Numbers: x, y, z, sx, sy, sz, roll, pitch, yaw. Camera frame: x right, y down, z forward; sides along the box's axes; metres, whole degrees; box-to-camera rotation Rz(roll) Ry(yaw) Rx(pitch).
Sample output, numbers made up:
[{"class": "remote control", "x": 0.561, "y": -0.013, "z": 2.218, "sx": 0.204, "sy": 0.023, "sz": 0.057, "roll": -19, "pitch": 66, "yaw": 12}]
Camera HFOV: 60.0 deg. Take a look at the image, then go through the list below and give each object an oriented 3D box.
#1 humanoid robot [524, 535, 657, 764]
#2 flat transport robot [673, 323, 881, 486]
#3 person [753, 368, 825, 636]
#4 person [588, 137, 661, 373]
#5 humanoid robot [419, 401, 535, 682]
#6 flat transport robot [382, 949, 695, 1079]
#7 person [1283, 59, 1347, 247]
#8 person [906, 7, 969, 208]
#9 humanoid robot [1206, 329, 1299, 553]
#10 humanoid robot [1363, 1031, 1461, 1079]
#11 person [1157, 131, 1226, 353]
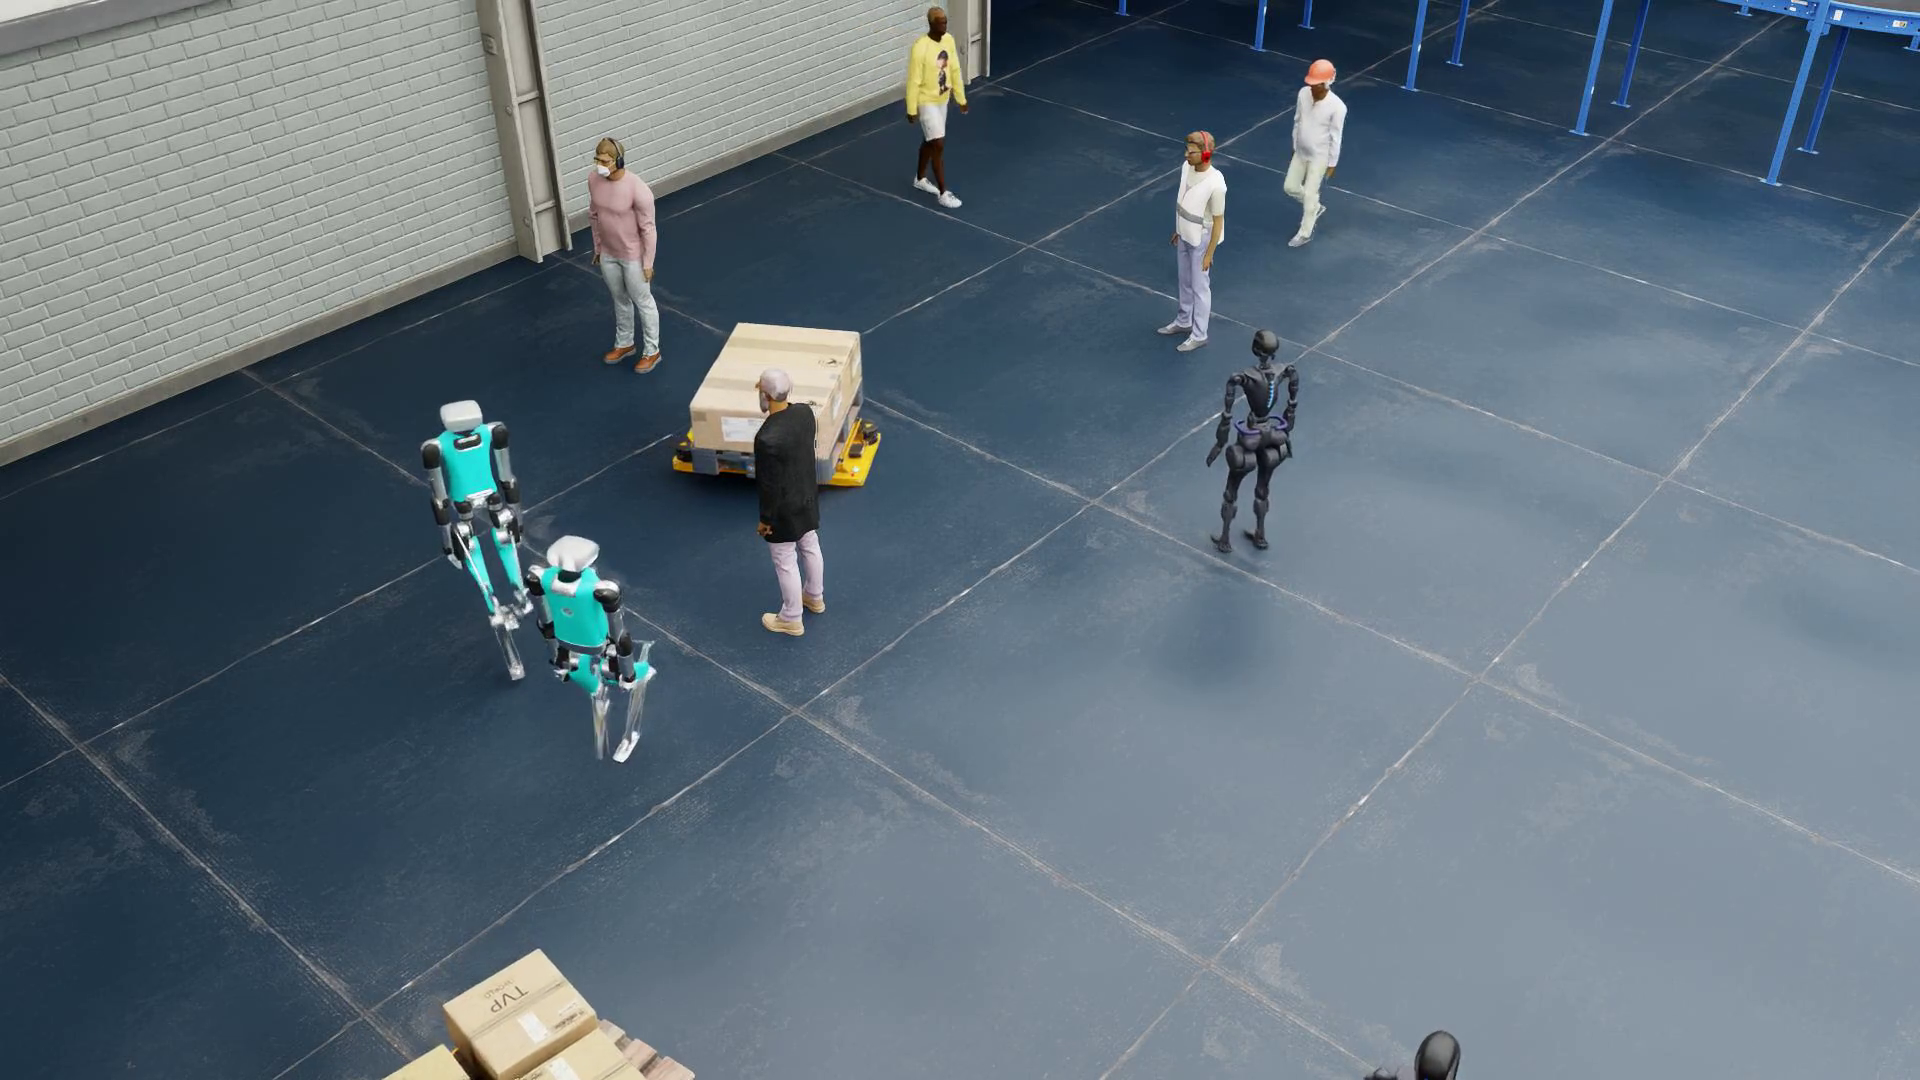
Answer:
[{"class": "humanoid robot", "x": -1.964, "y": 0.610, "z": 9.314, "sx": 0.544, "sy": 1.824, "sz": 0.799, "roll": 10, "pitch": 37, "yaw": 13}, {"class": "flat transport robot", "x": -1.354, "y": -0.703, "z": 12.374, "sx": 1.431, "sy": 0.231, "sz": 0.659, "roll": 5, "pitch": 36, "yaw": 8}, {"class": "person", "x": -1.070, "y": -0.236, "z": 10.352, "sx": 0.405, "sy": 1.853, "sz": 0.544, "roll": 18, "pitch": 39, "yaw": 24}, {"class": "person", "x": -2.646, "y": -2.243, "z": 13.100, "sx": 0.626, "sy": 1.940, "sz": 0.373, "roll": 20, "pitch": 40, "yaw": 25}, {"class": "humanoid robot", "x": -2.805, "y": 0.066, "z": 10.059, "sx": 0.537, "sy": 1.772, "sz": 0.921, "roll": -21, "pitch": 41, "yaw": -27}, {"class": "flat transport robot", "x": -1.962, "y": 2.783, "z": 7.480, "sx": 1.431, "sy": 0.231, "sz": 0.659, "roll": 21, "pitch": 41, "yaw": 27}, {"class": "person", "x": 3.204, "y": -3.509, "z": 15.041, "sx": 0.424, "sy": 1.734, "sz": 0.574, "roll": -21, "pitch": 41, "yaw": -27}, {"class": "person", "x": -0.167, "y": -4.118, "z": 15.790, "sx": 0.871, "sy": 1.864, "sz": 0.562, "roll": 25, "pitch": 43, "yaw": 31}, {"class": "humanoid robot", "x": 1.962, "y": -0.662, "z": 11.099, "sx": 0.600, "sy": 1.650, "sz": 0.329, "roll": -11, "pitch": 37, "yaw": -15}, {"class": "humanoid robot", "x": 1.817, "y": 2.525, "z": 6.625, "sx": 0.588, "sy": 1.652, "sz": 0.356, "roll": 14, "pitch": 38, "yaw": 19}, {"class": "person", "x": 1.909, "y": -2.417, "z": 13.421, "sx": 0.378, "sy": 1.843, "sz": 0.568, "roll": -13, "pitch": 38, "yaw": -18}]
